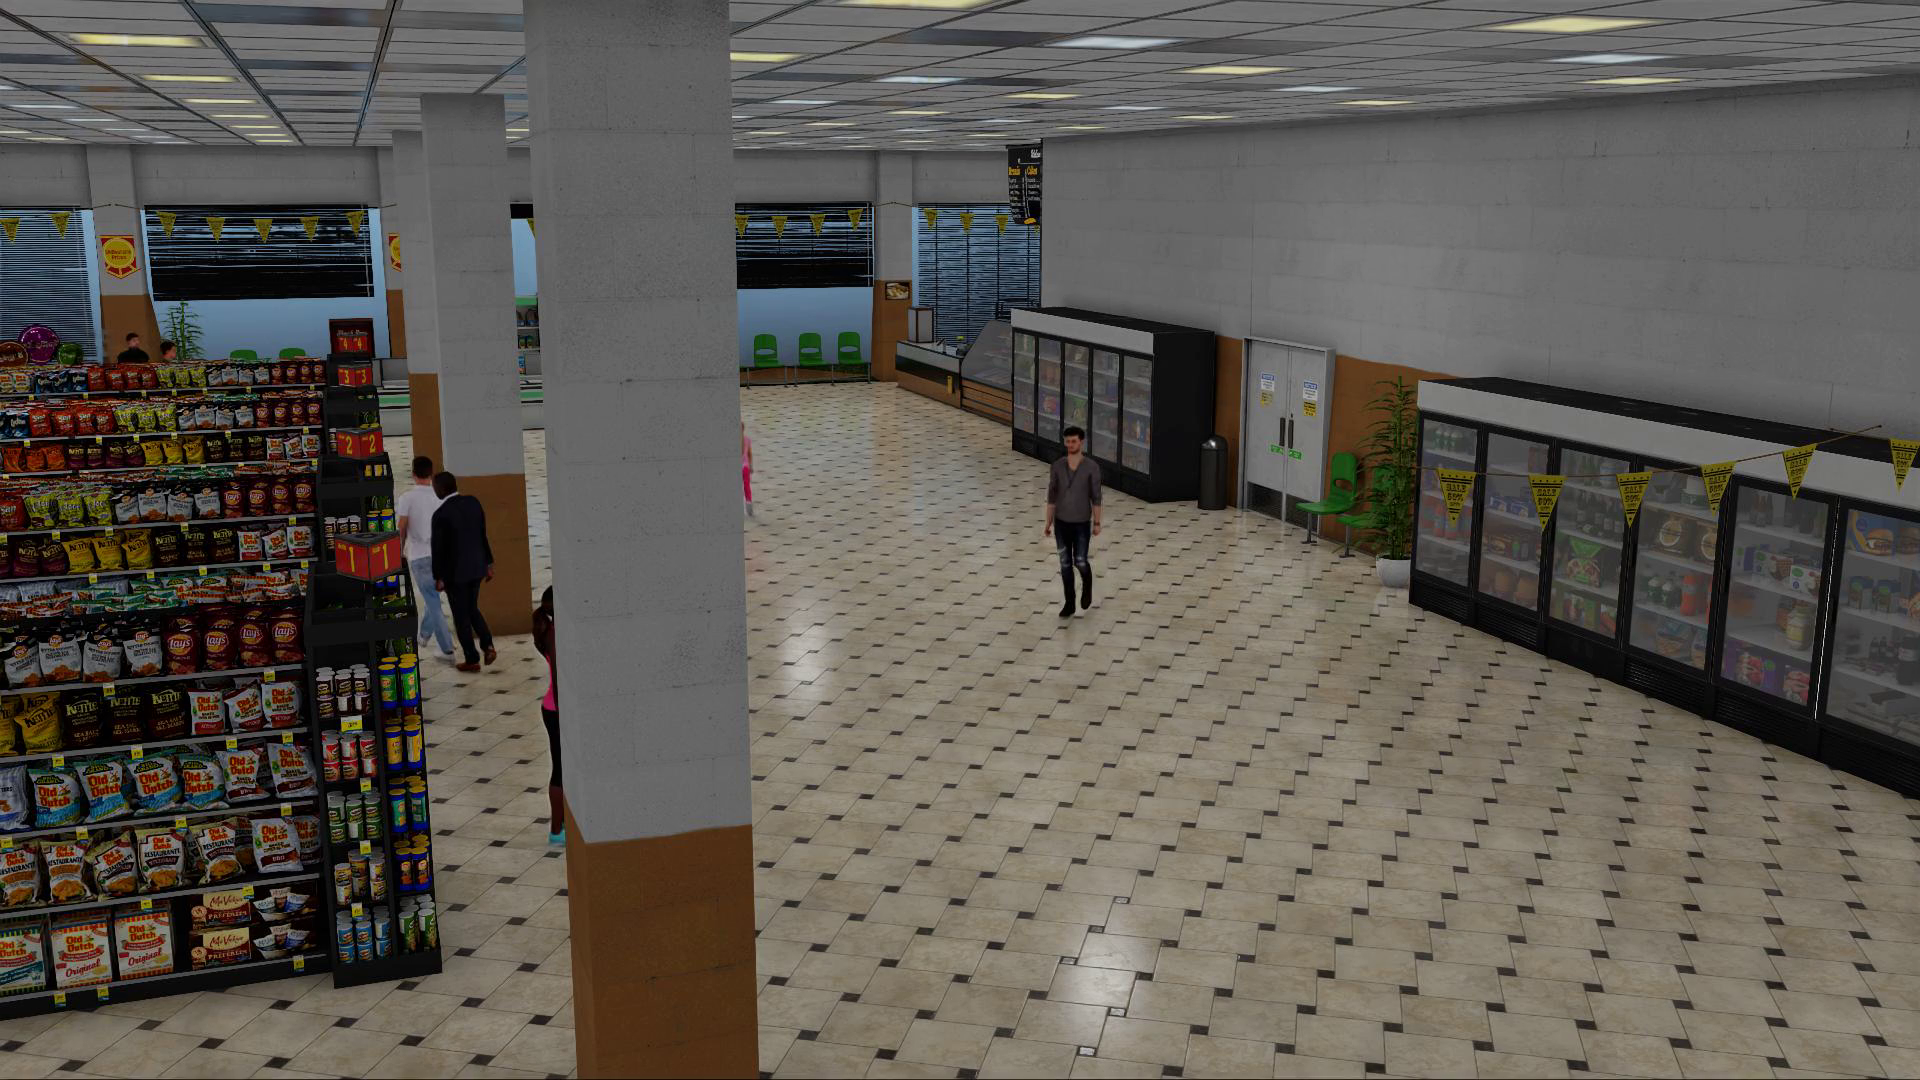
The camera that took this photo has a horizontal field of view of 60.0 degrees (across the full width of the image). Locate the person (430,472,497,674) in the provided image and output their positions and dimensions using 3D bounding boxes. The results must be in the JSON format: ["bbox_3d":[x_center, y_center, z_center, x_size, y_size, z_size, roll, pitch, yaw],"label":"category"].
[{"bbox_3d":[-4.257,0.305,14.387,0.937,1.800,0.839,10,16,40],"label":"person"}]

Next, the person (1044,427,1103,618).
[{"bbox_3d":[1.149,-0.185,16.500,0.889,1.889,0.950,5,13,23],"label":"person"}]

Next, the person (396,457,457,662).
[{"bbox_3d":[-4.695,0.205,14.840,1.121,1.809,0.996,-11,16,-43],"label":"person"}]

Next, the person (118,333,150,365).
[{"bbox_3d":[-13.851,-2.532,27.841,1.089,1.809,1.070,9,15,36],"label":"person"}]
